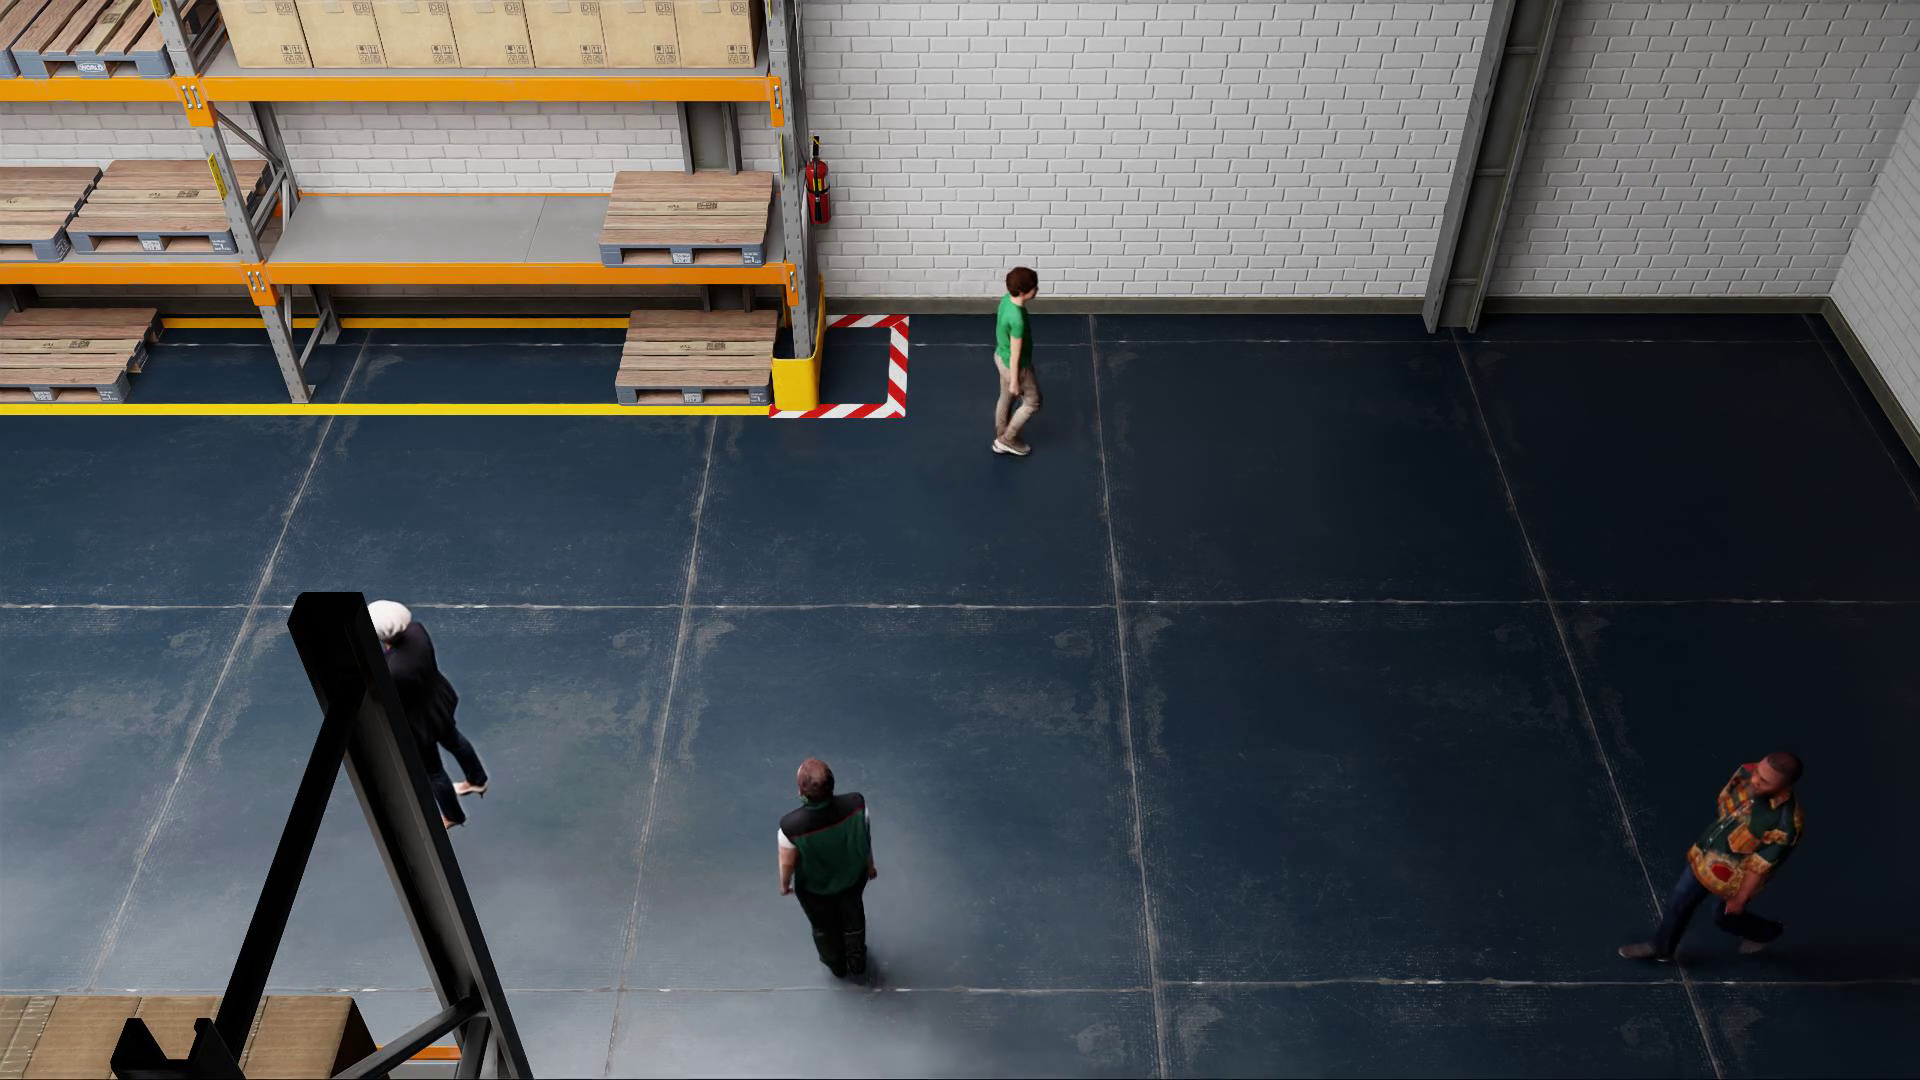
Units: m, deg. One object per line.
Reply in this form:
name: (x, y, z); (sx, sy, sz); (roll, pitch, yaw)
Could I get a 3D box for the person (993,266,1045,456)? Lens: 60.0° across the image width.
person: (0.317, -1.279, 12.148); (0.623, 1.645, 0.647); (-6, 44, -6)

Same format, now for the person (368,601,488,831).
person: (-2.883, 0.915, 8.985); (0.658, 1.779, 0.762); (8, 44, 9)

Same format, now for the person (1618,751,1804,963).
person: (4.208, 1.732, 8.885); (1.115, 1.787, 0.748); (-4, 44, -4)

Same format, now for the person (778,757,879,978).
person: (-0.663, 1.803, 8.777); (0.720, 1.833, 0.832); (-16, 46, -17)
